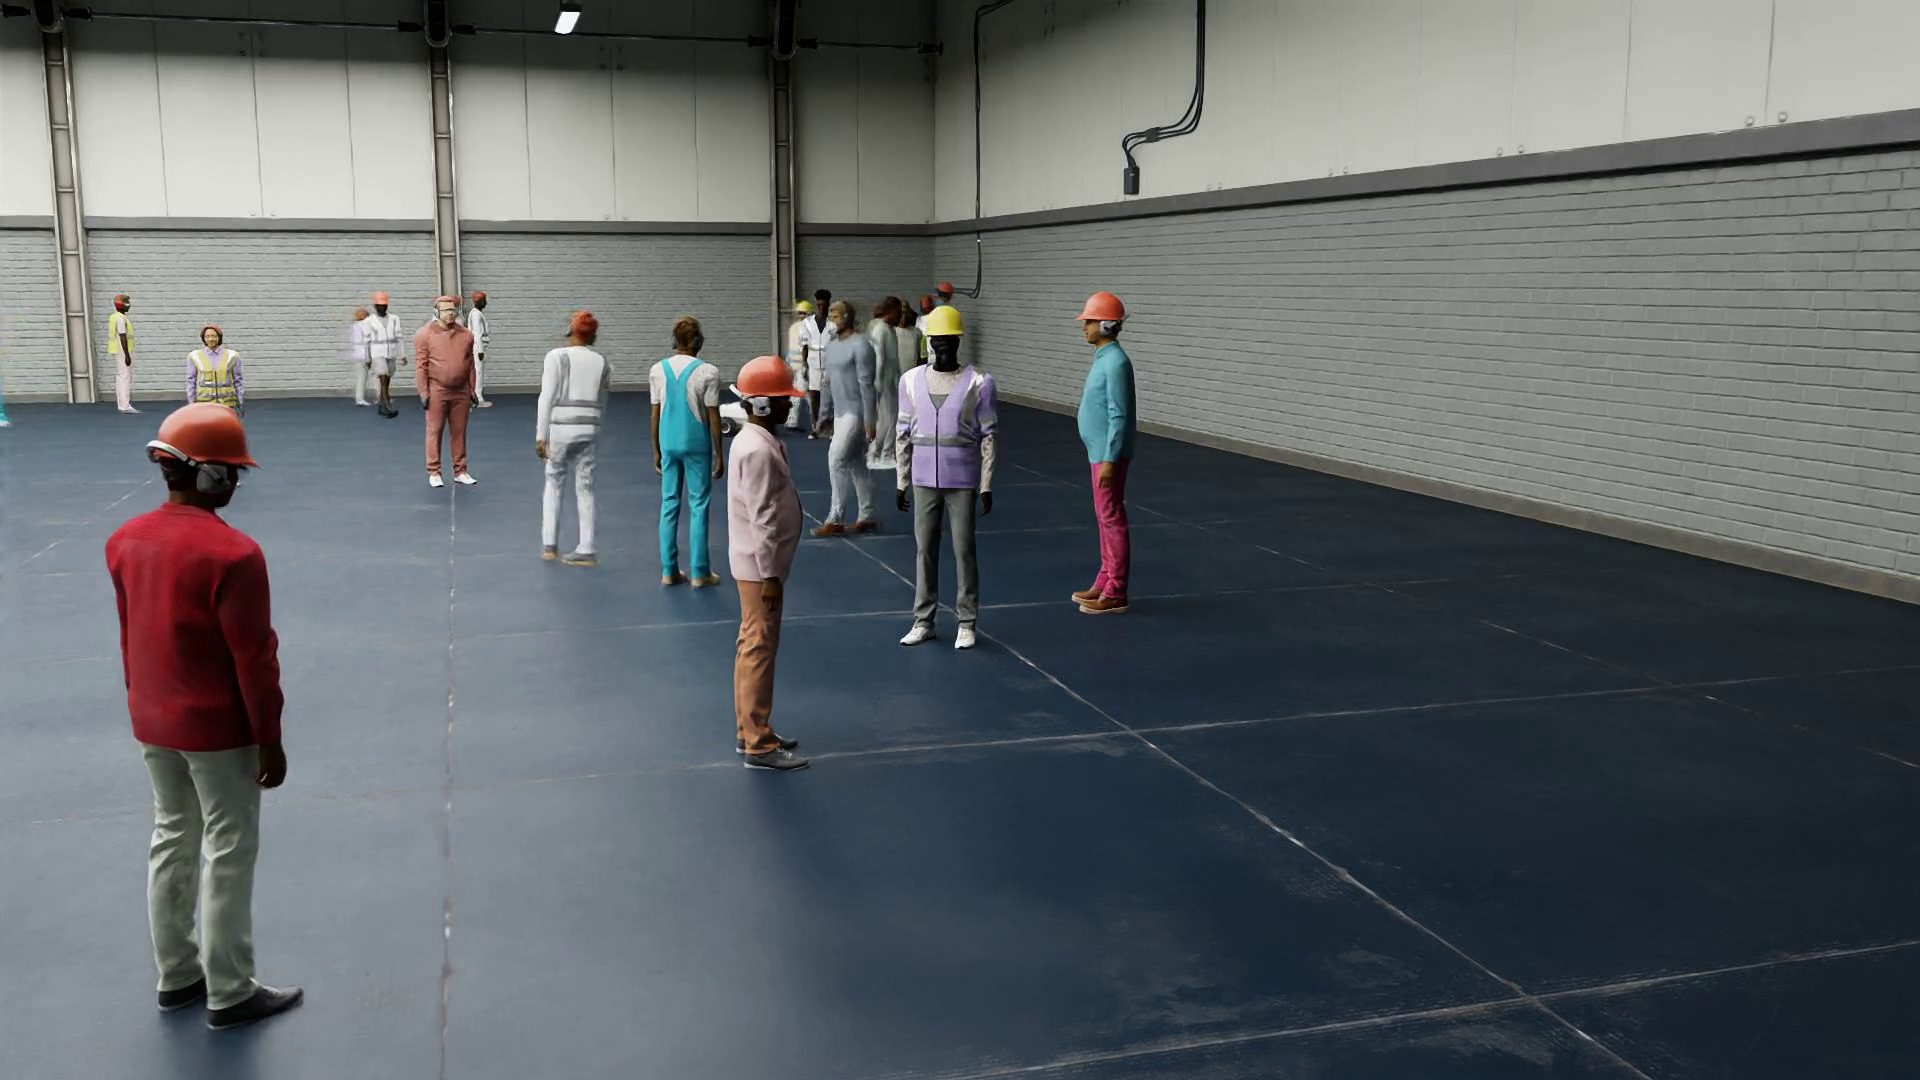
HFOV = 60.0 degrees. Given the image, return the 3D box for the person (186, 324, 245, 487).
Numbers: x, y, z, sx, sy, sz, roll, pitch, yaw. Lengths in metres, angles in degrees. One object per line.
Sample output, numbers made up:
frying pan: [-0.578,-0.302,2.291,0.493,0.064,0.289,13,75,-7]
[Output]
person: [-7.410,-1.332,16.579,0.523,1.639,0.309,-4,10,-26]

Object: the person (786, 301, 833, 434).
person: [-2.019,-2.335,22.537,0.910,1.773,0.612,-6,11,-32]

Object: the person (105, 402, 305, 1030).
person: [-2.092,0.488,4.650,0.574,1.742,0.356,5,10,28]

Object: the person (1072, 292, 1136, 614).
person: [0.904,-0.539,10.387,0.379,1.996,0.608,0,9,-1]

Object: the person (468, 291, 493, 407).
person: [-7.847,-3.109,27.142,0.346,1.881,0.578,-3,9,-18]

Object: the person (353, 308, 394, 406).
person: [-9.669,-3.007,27.334,0.536,1.603,0.678,7,12,40]

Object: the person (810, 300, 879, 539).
person: [-0.984,-0.965,13.380,0.824,1.906,0.659,-5,10,-29]

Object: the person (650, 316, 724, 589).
person: [-1.829,-0.583,11.194,0.512,1.835,0.359,2,9,15]

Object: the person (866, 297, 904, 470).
person: [-0.801,-1.706,18.246,0.515,1.881,0.627,2,9,10]

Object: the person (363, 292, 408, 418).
person: [-8.677,-2.783,25.088,0.551,1.886,1.011,-8,12,-41]

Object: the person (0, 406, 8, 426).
person: [-13.982,-2.508,23.369,1.007,1.868,0.598,-4,10,-22]

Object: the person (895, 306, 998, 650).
person: [-0.087,-0.348,9.376,0.594,1.929,0.357,3,9,18]

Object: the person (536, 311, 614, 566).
person: [-2.848,-0.747,12.212,0.662,1.841,0.694,-6,11,-35]

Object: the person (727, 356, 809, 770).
person: [-0.823,0.093,7.120,0.327,1.753,0.562,-2,9,-12]

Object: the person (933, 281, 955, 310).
person: [-0.281,-3.543,29.410,0.391,2.040,0.615,-4,10,-22]

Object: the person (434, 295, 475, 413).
person: [-8.038,-2.919,26.087,0.972,1.845,0.594,7,11,36]

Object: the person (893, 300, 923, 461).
person: [-0.659,-1.810,18.975,0.515,1.844,0.329,-3,10,-21]

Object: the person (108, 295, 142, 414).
person: [-12.932,-2.861,25.681,0.378,1.843,0.569,-6,11,-35]

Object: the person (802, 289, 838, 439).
person: [-1.766,-2.277,21.606,0.603,1.958,0.375,2,9,10]

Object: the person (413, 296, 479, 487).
person: [-5.146,-1.493,16.759,0.641,1.910,0.401,-8,12,-42]
